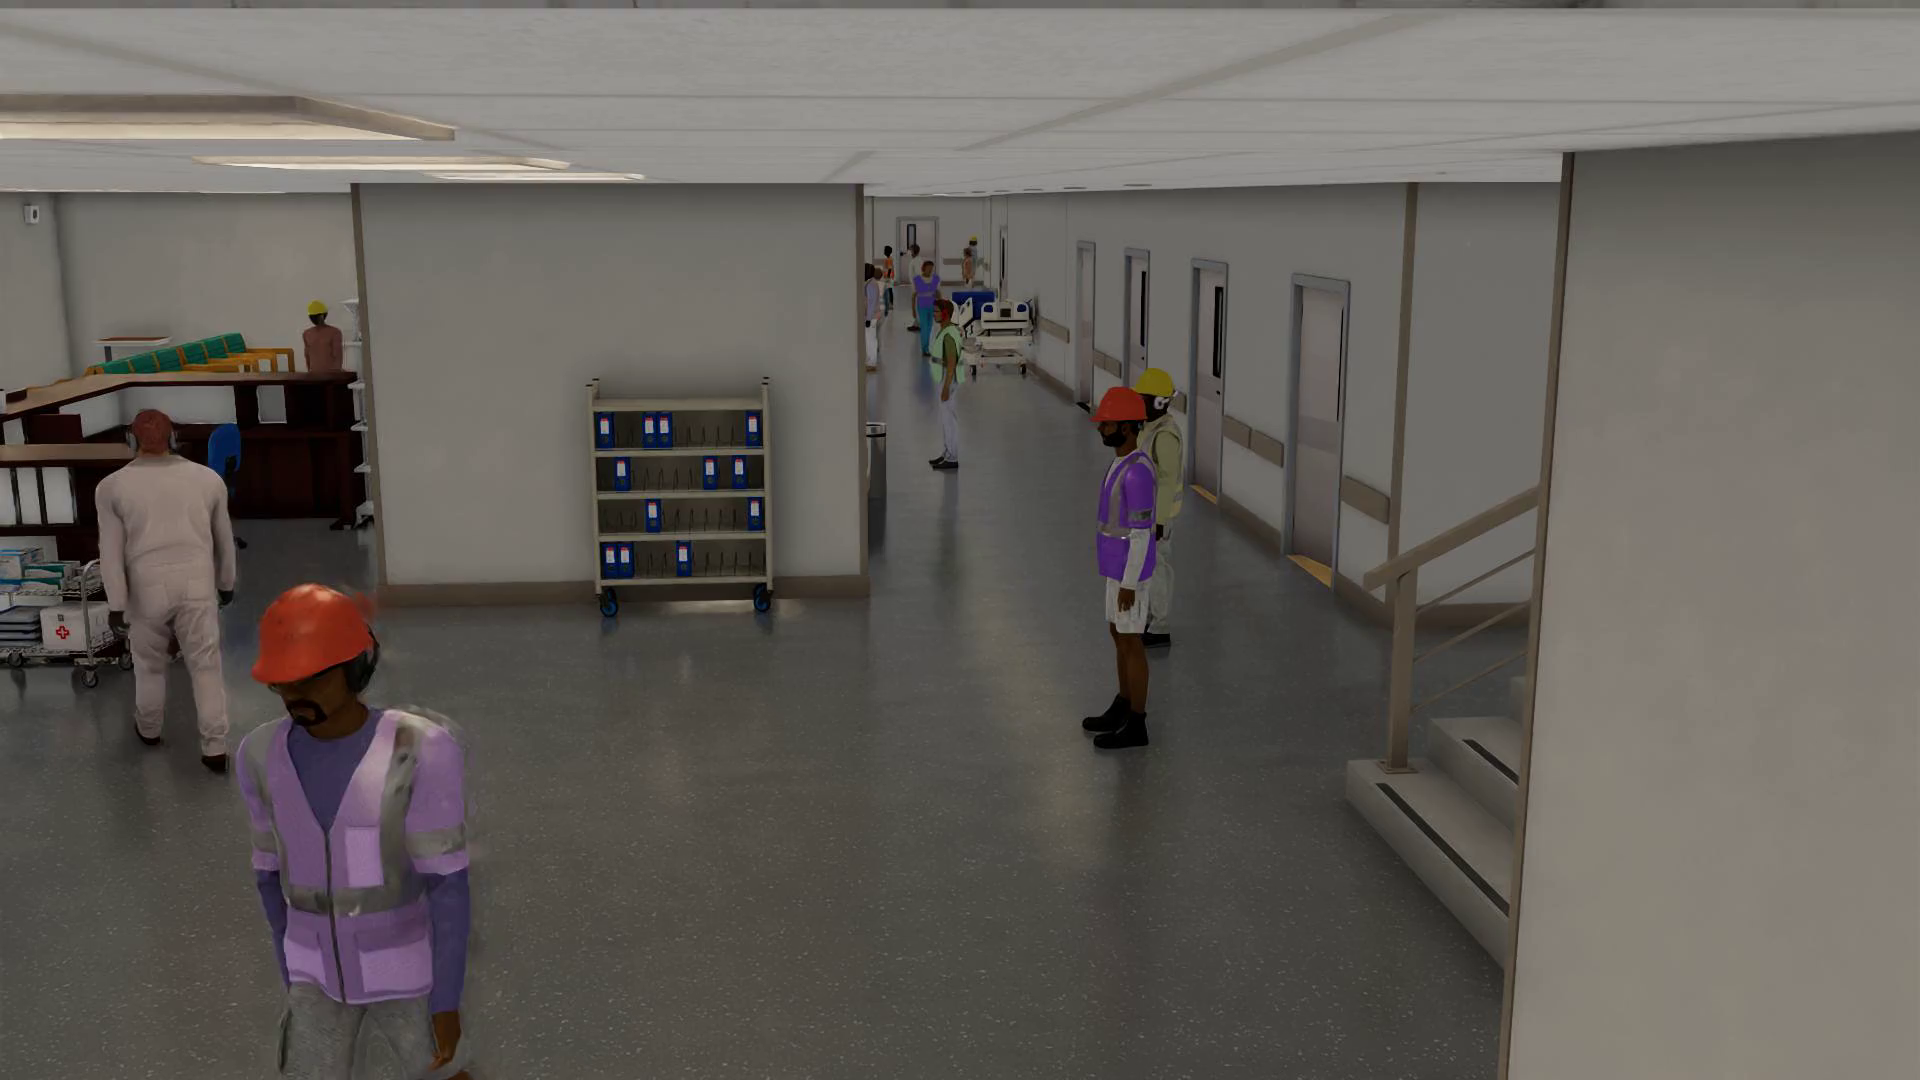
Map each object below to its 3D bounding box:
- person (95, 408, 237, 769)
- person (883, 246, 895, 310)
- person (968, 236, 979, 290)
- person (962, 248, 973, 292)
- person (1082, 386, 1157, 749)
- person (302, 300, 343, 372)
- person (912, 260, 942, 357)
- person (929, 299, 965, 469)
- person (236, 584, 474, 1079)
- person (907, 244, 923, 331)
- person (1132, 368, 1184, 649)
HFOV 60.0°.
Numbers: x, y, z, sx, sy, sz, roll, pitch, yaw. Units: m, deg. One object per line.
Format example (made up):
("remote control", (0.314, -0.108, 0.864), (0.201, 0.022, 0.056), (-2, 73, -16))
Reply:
("person", (-4.110, 0.239, 8.663), (0.673, 1.851, 1.014), (-9, 14, -37))
("person", (-1.910, -7.007, 44.447), (0.318, 1.696, 0.537), (-1, 12, -5))
("person", (0.445, -8.998, 54.078), (0.365, 1.728, 0.518), (-6, 13, -25))
("person", (0.203, -6.968, 44.397), (0.308, 1.641, 0.517), (-1, 12, -5))
("person", (0.859, 0.147, 8.894), (0.359, 1.938, 0.547), (-1, 12, -5))
("person", (-7.653, -2.032, 20.069), (0.523, 1.726, 0.898), (1, 12, 3))
("person", (-0.647, -4.394, 31.471), (0.554, 1.794, 0.939), (-5, 12, -21))
("person", (-0.138, -1.705, 18.172), (0.387, 1.846, 0.566), (-1, 12, -5))
("person", (-1.517, 1.061, 4.312), (0.624, 2.000, 1.046), (1, 12, 5))
("person", (-0.990, -5.638, 37.174), (0.358, 1.938, 0.635), (-1, 12, -6))
("person", (1.248, -0.210, 10.891), (0.404, 1.837, 0.593), (-1, 12, -5))
